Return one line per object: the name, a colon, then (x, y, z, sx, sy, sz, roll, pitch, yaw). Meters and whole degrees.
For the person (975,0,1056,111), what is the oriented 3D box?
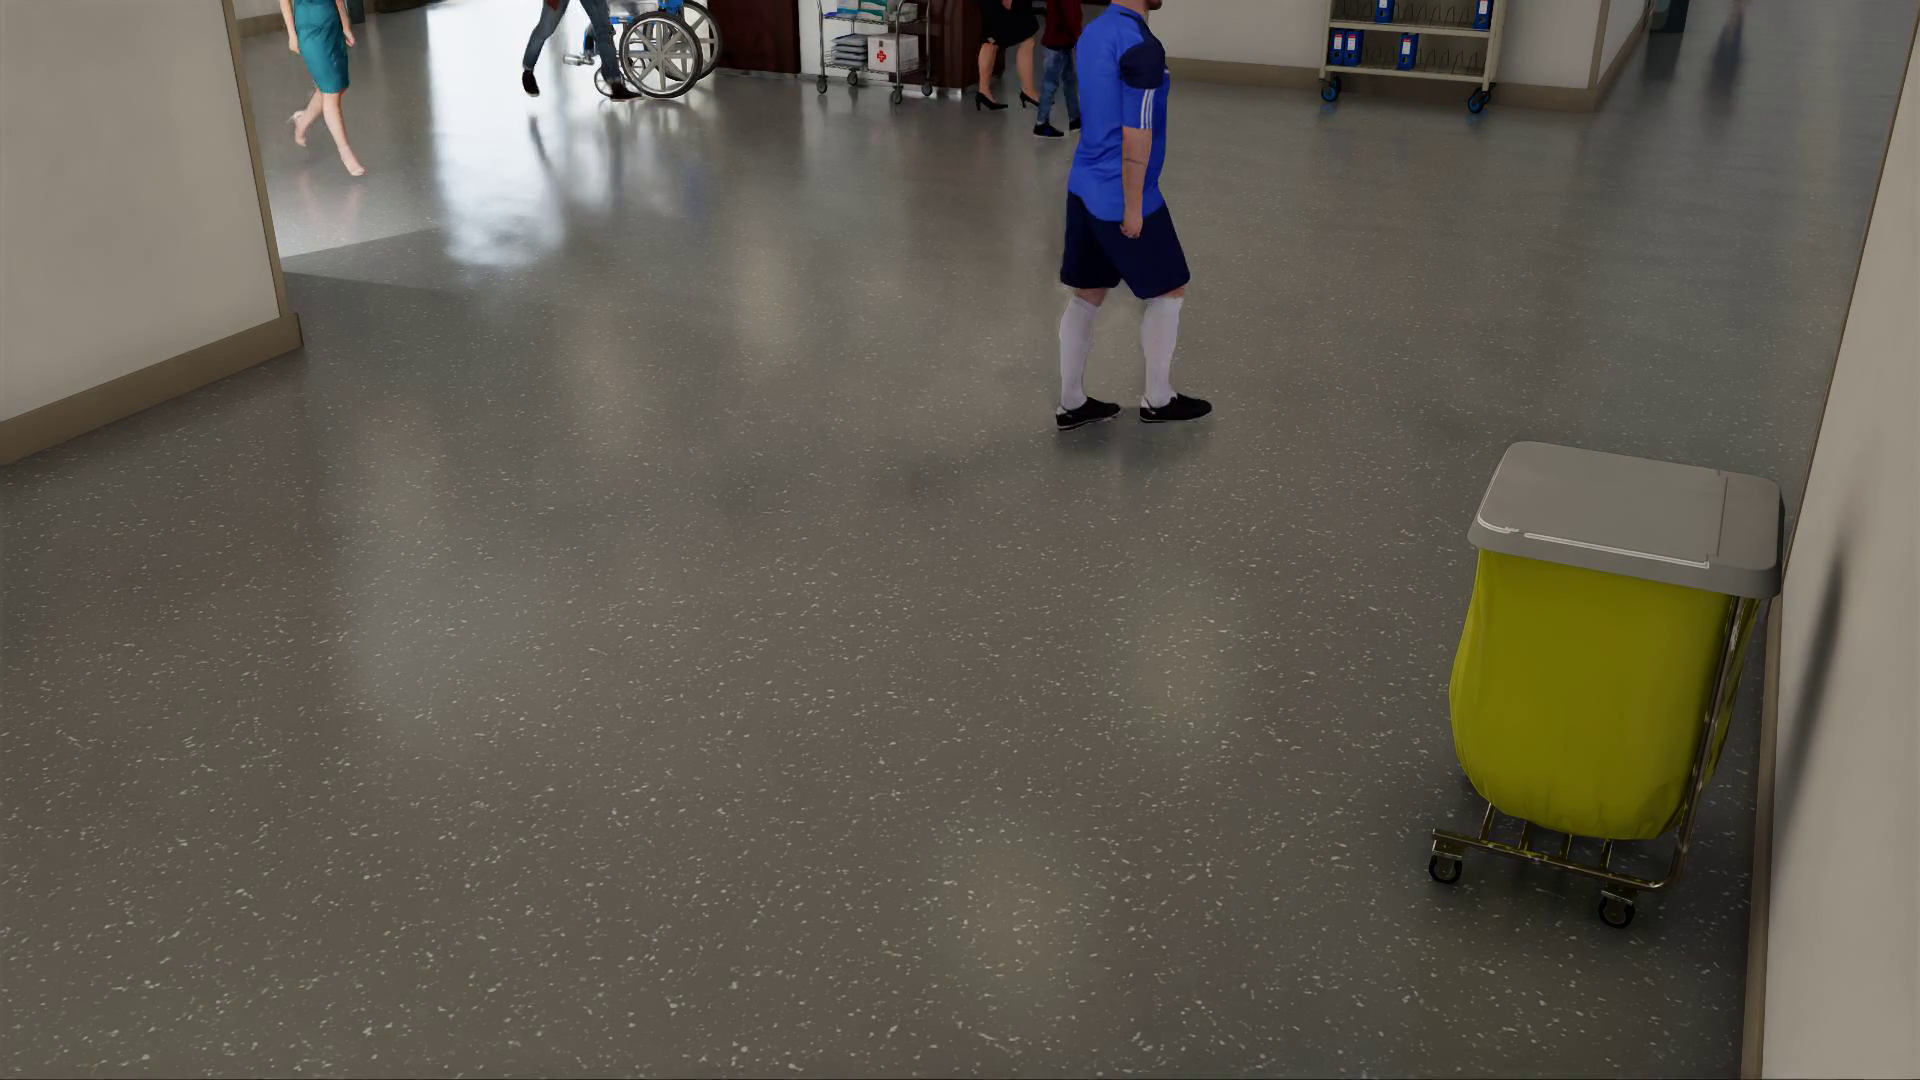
person: (0.232, -3.881, 11.830, 0.989, 1.658, 0.924, -5, 26, -9)

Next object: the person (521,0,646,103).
person: (-2.886, -4.020, 12.038, 1.405, 1.728, 0.840, 18, 31, 32)

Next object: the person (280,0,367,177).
person: (-3.960, -3.080, 10.163, 0.955, 1.663, 0.607, 15, 30, 28)

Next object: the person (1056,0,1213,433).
person: (0.513, -1.256, 6.199, 0.987, 1.821, 0.933, -11, 28, -21)

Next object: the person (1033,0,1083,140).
person: (0.604, -3.305, 11.115, 0.788, 1.242, 0.681, -2, 26, -3)
